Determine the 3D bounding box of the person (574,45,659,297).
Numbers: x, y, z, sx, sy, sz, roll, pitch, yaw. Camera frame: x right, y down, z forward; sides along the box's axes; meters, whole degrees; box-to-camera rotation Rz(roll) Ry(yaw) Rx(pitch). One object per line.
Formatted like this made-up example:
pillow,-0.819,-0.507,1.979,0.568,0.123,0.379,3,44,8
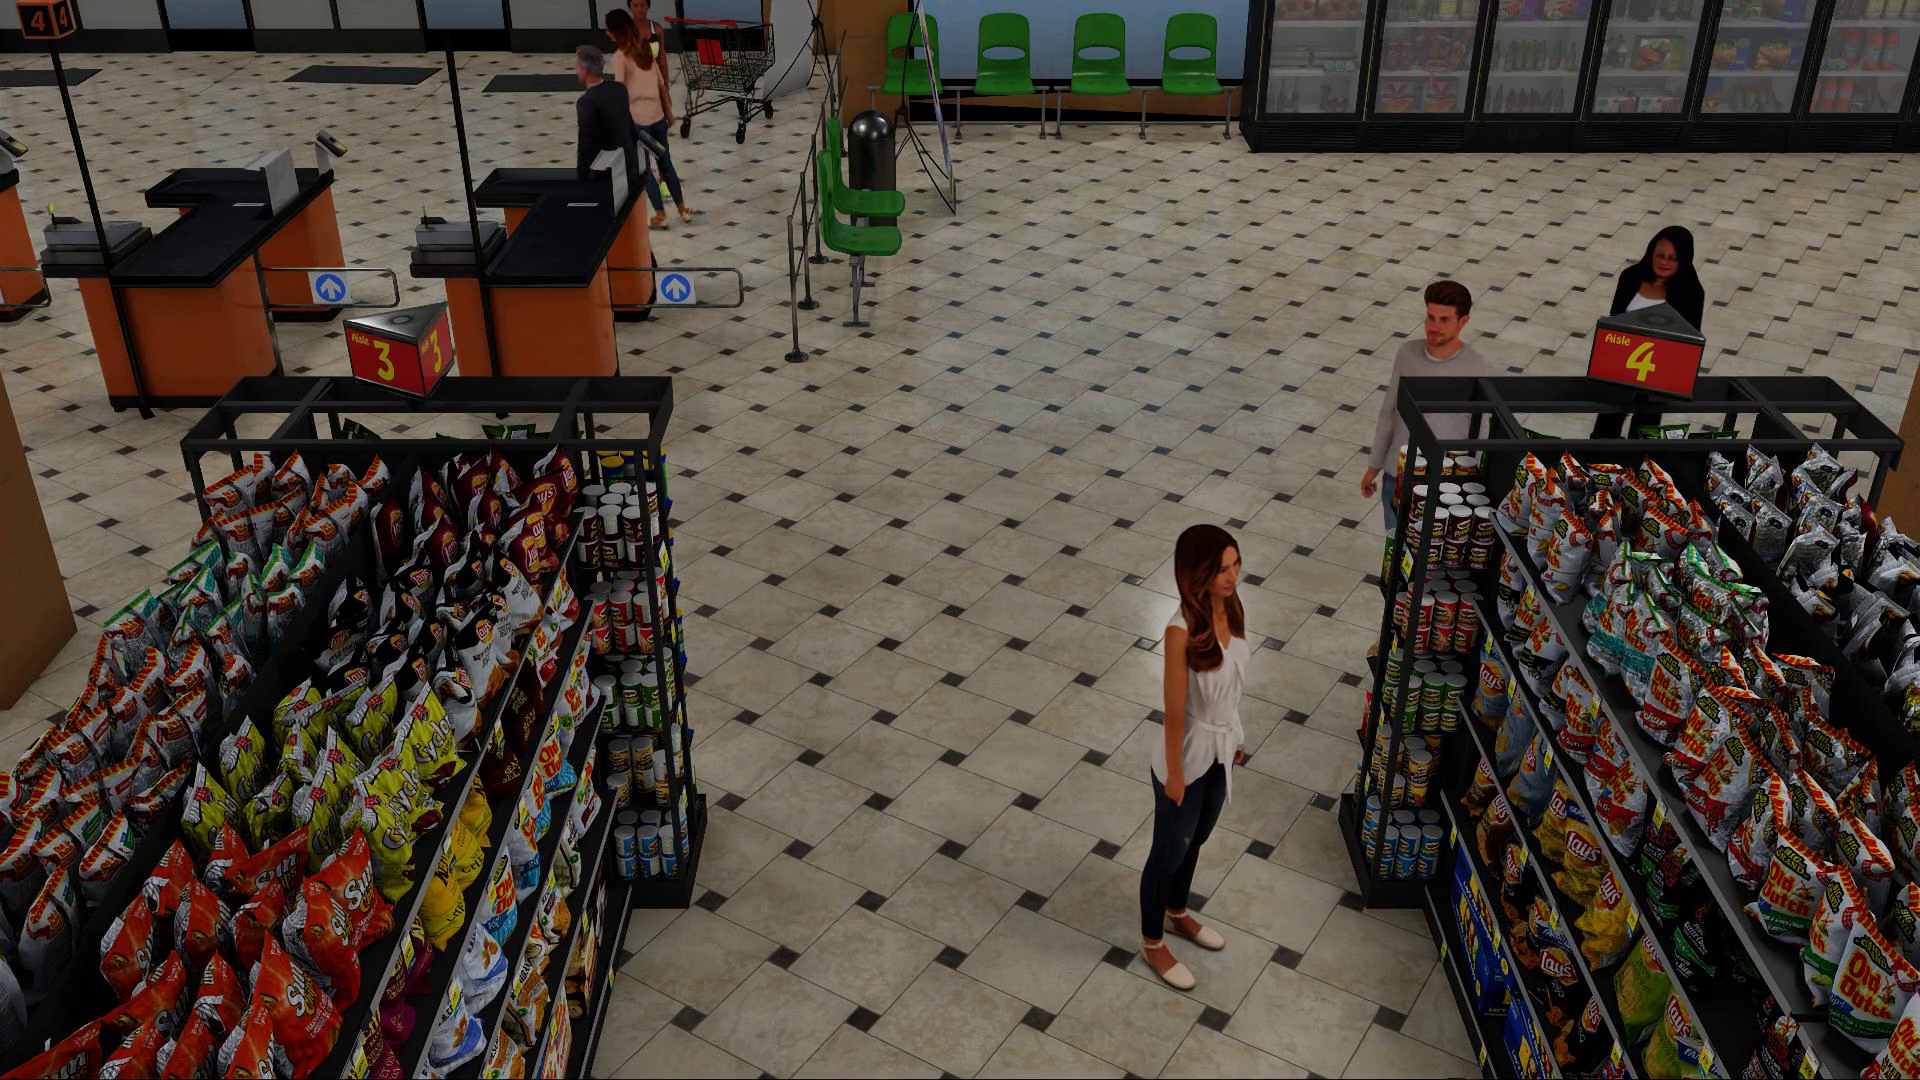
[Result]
person,-2.412,-2.604,11.944,0.936,1.795,1.117,7,29,13

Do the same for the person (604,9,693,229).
person,-2.476,-3.363,13.385,0.832,1.747,0.922,-20,35,-33

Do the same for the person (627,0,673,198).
person,-2.685,-3.807,14.190,0.622,1.754,0.607,-9,30,-16

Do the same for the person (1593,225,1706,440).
person,3.801,-0.978,9.197,1.010,1.574,1.156,18,33,29

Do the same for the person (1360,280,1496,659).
person,2.172,-0.308,7.638,0.816,1.891,0.878,26,38,38

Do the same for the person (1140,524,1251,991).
person,0.808,0.747,5.818,0.737,1.784,0.654,21,35,33
